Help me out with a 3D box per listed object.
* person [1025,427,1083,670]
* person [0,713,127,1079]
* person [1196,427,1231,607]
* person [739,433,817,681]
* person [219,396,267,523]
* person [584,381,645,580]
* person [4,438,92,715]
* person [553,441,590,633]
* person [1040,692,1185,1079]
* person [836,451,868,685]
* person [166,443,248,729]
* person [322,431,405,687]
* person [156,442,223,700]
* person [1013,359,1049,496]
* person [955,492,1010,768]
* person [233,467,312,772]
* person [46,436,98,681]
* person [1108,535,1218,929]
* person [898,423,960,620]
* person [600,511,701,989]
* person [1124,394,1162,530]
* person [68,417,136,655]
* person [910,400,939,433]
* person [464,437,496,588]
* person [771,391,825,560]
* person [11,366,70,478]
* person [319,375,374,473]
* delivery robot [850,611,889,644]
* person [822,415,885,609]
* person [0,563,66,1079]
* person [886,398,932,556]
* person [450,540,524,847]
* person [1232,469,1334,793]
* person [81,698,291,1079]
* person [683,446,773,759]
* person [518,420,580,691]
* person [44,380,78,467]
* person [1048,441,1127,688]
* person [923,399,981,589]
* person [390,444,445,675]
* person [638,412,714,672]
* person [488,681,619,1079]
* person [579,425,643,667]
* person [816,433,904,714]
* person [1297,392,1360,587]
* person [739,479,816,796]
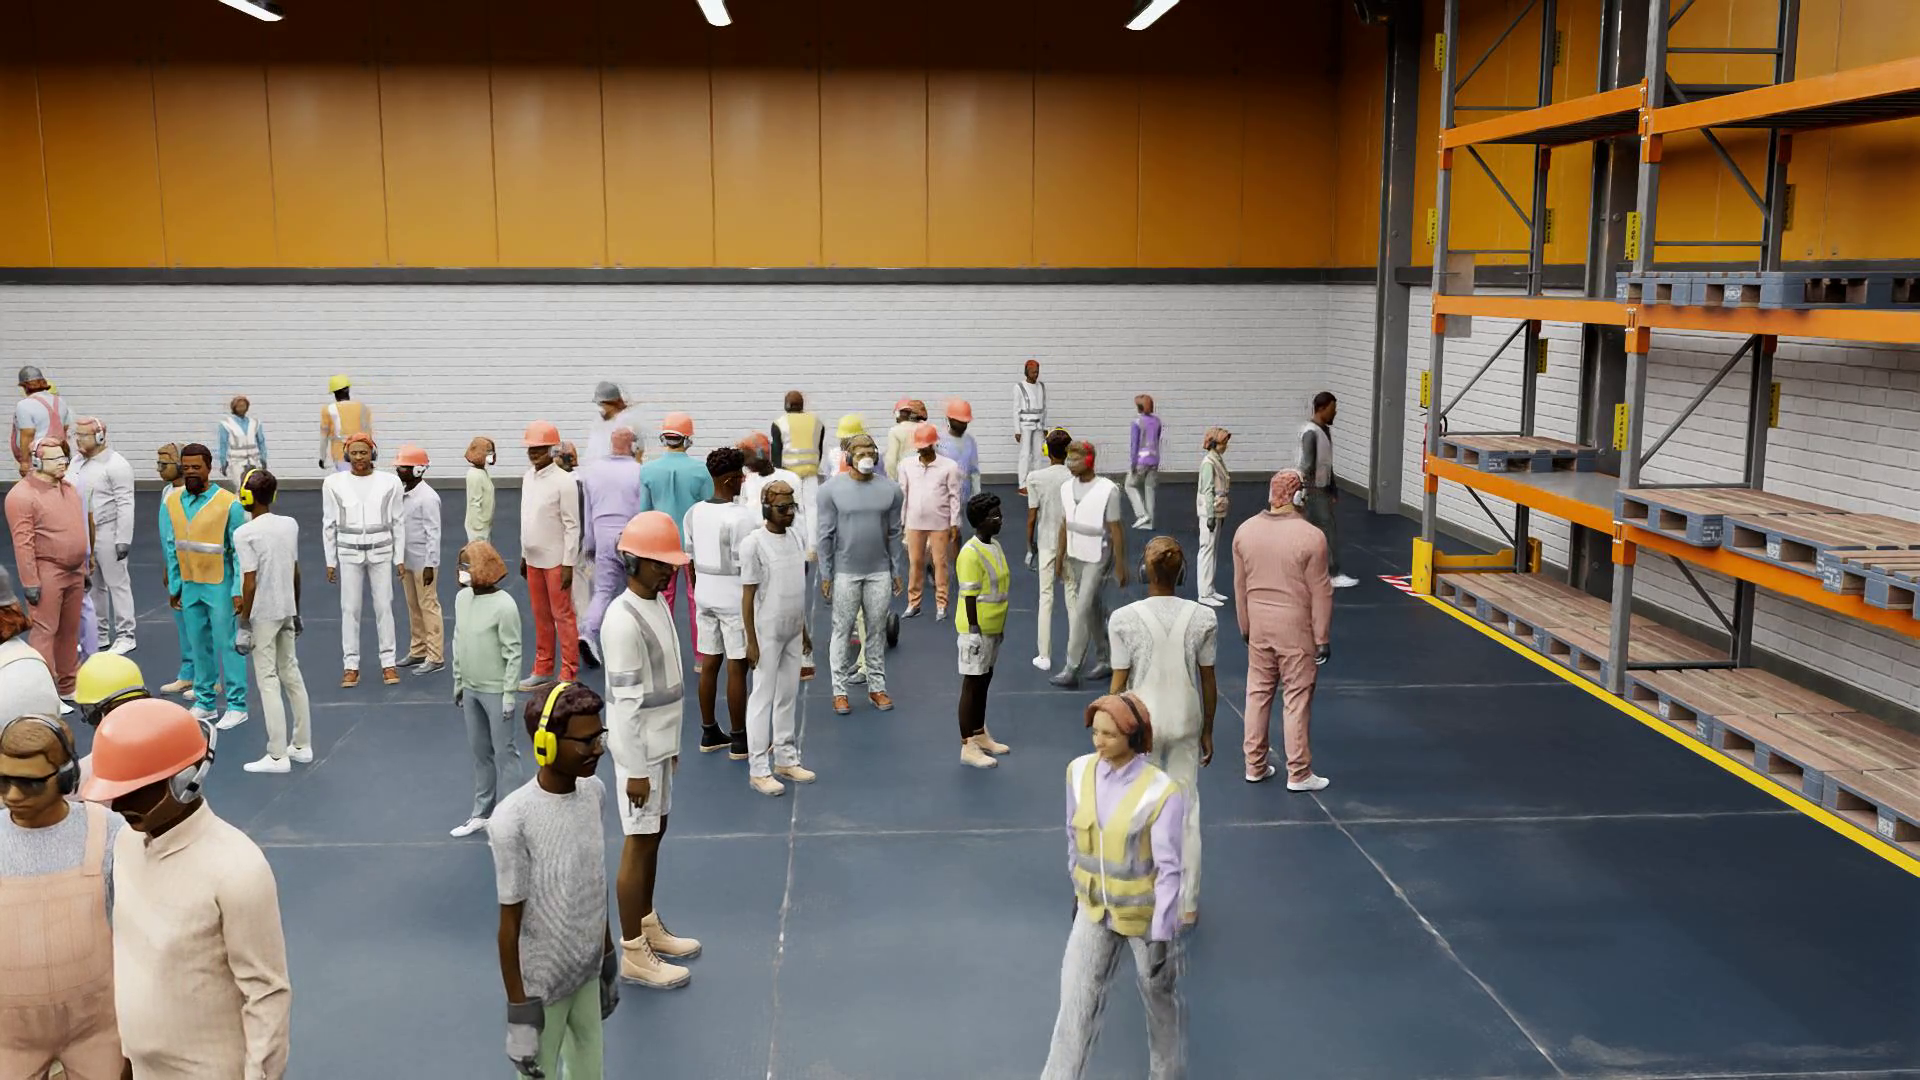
[{"bbox_3d":[0.755,0.068,12.769,0.510,1.872,0.328,-1,9,-4],"label":"person"},{"bbox_3d":[-2.531,1.375,4.654,0.505,1.841,0.347,-5,10,-28],"label":"person"},{"bbox_3d":[2.325,-0.219,15.293,0.308,1.640,0.517,3,9,16],"label":"person"},{"bbox_3d":[-1.389,0.124,12.508,0.659,1.851,0.383,5,10,27],"label":"person"},{"bbox_3d":[-8.563,-0.925,19.849,0.844,1.603,0.521,8,12,40],"label":"person"},{"bbox_3d":[-3.475,-0.655,16.773,1.065,2.000,0.686,-7,11,-38],"label":"person"},{"bbox_3d":[-6.278,0.240,11.571,0.409,1.908,0.639,1,9,6],"label":"person"},{"bbox_3d":[-3.311,-0.025,14.066,0.314,1.641,0.515,-6,11,-35],"label":"person"},{"bbox_3d":[0.512,1.321,5.724,0.544,1.591,0.835,8,12,41],"label":"person"},{"bbox_3d":[-0.752,0.197,12.353,0.337,1.741,0.563,-1,9,-4],"label":"person"},{"bbox_3d":[-5.024,0.303,11.135,0.597,1.919,0.369,3,9,17],"label":"person"},{"bbox_3d":[-4.384,0.142,12.267,0.576,1.882,0.355,-3,10,-20],"label":"person"},{"bbox_3d":[-5.535,0.220,11.890,0.520,1.844,0.331,6,11,35],"label":"person"},{"bbox_3d":[0.973,-1.537,22.831,0.589,1.878,0.369,-8,12,-40],"label":"person"},{"bbox_3d":[0.143,0.545,10.311,0.319,1.697,0.532,3,9,18],"label":"person"},{"bbox_3d":[-4.217,0.487,10.137,0.323,1.870,0.518,3,10,19],"label":"person"},{"bbox_3d":[-6.700,0.137,12.462,0.357,1.835,0.518,3,9,16],"label":"person"},{"bbox_3d":[0.924,0.892,7.668,0.507,1.846,0.345,-1,9,-5],"label":"person"},{"bbox_3d":[-0.288,-0.158,14.586,0.572,1.738,0.349,2,9,14],"label":"person"},{"bbox_3d":[-1.315,0.883,7.130,0.377,2.036,0.615,0,9,1],"label":"person"},{"bbox_3d":[2.178,-0.915,19.724,0.518,1.627,0.370,-7,12,-38],"label":"person"},{"bbox_3d":[-6.878,-0.031,13.259,0.649,1.912,0.409,4,10,23],"label":"person"},{"bbox_3d":[-0.481,-0.763,18.727,0.501,1.631,0.286,-1,9,-6],"label":"person"},{"bbox_3d":[-4.157,-0.086,14.475,0.286,1.632,0.501,-1,9,-7],"label":"person"},{"bbox_3d":[-1.755,-0.701,17.895,0.624,1.785,0.929,-4,10,-22],"label":"person"},{"bbox_3d":[-10.287,-0.939,18.557,0.535,2.000,0.684,2,9,11],"label":"person"},{"bbox_3d":[-7.177,-1.002,19.529,0.971,1.869,0.576,8,12,41],"label":"person"},{"bbox_3d":[-0.776,0.589,13.319,0.477,0.478,0.707,1,9,6],"label":"delivery robot"},{"bbox_3d":[-0.940,-0.286,15.336,0.612,1.772,0.940,7,11,36],"label":"person"},{"bbox_3d":[-3.551,1.054,6.043,0.684,2.000,0.538,9,12,43],"label":"person"},{"bbox_3d":[-0.494,-0.692,18.106,0.809,1.706,0.602,6,11,34],"label":"person"},{"bbox_3d":[-2.526,0.808,8.857,0.500,1.633,0.279,7,11,36],"label":"person"},{"bbox_3d":[1.915,0.528,9.783,0.643,1.903,0.411,9,12,43],"label":"person"},{"bbox_3d":[-1.979,1.364,4.266,0.623,1.984,0.405,6,11,33],"label":"person"},{"bbox_3d":[-1.464,0.390,10.444,0.603,1.966,0.368,8,12,40],"label":"person"},{"bbox_3d":[-2.973,0.135,11.955,0.611,1.994,0.384,8,12,41],"label":"person"},{"bbox_3d":[-11.035,-1.071,20.260,0.528,1.766,0.329,-2,9,-13],"label":"person"},{"bbox_3d":[0.857,0.185,12.233,0.878,1.803,0.585,-7,11,-38],"label":"person"},{"bbox_3d":[-0.068,-0.407,15.754,0.555,1.874,1.032,-7,12,-39],"label":"person"},{"bbox_3d":[-4.147,0.139,12.673,0.318,1.756,0.559,-8,12,-42],"label":"person"},{"bbox_3d":[-2.126,0.023,12.656,0.612,1.995,0.377,1,9,4],"label":"person"},{"bbox_3d":[-1.175,1.325,4.918,0.320,1.860,0.520,4,10,25],"label":"person"},{"bbox_3d":[-2.683,0.034,13.006,0.638,1.865,0.916,2,9,14],"label":"person"},{"bbox_3d":[-0.681,0.231,11.531,0.631,1.940,0.372,-3,10,-21],"label":"person"},{"bbox_3d":[3.608,-0.485,16.163,0.742,1.889,0.640,4,10,24],"label":"person"},{"bbox_3d":[-1.066,0.558,9.763,0.331,1.844,0.520,6,11,35],"label":"person"}]
